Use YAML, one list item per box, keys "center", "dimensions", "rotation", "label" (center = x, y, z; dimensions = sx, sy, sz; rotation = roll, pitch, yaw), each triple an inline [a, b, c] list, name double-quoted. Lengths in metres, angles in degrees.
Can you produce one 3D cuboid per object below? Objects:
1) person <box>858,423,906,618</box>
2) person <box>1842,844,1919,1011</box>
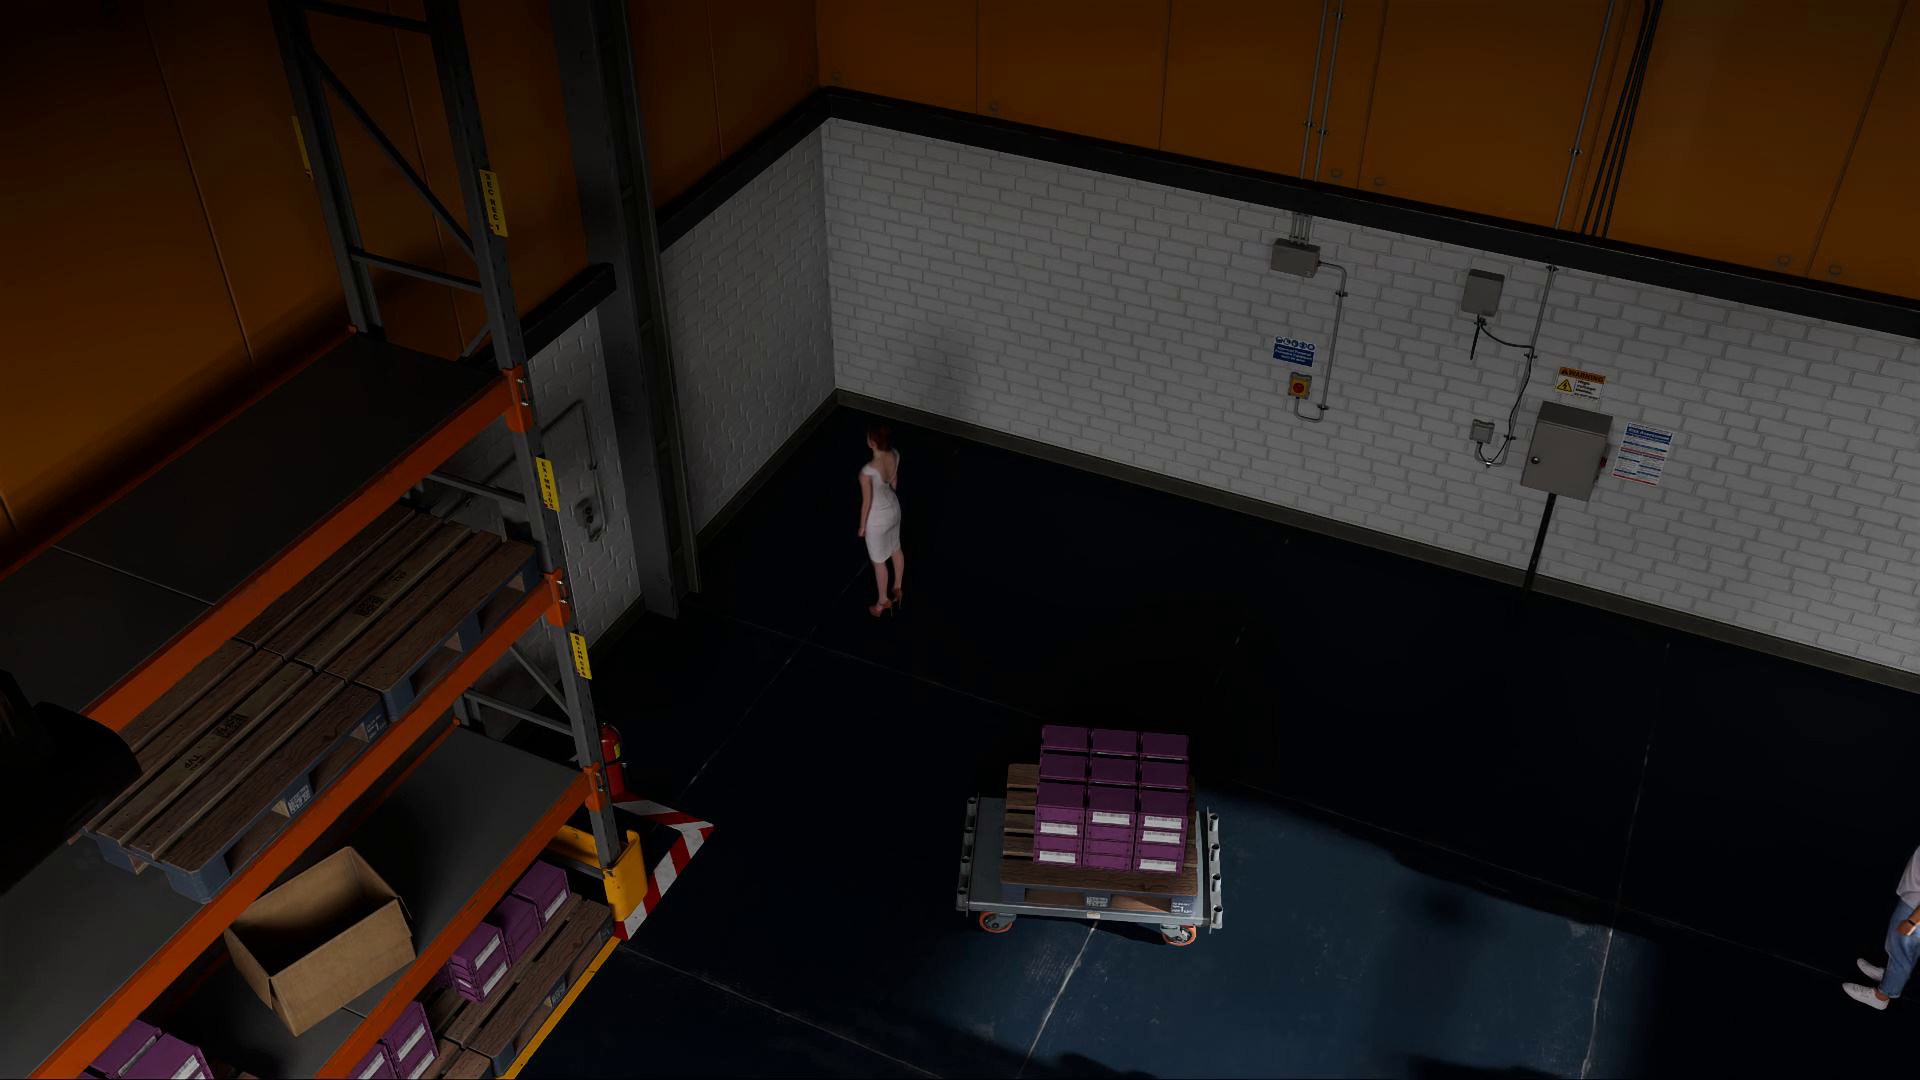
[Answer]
- center: [-0.578, -0.157, 12.453]
  dimensions: [0.666, 1.793, 0.480]
  rotation: [26, 45, 29]
  label: "person"
- center: [5.606, 2.107, 9.674]
  dimensions: [0.751, 1.722, 0.589]
  rotation: [30, 47, 32]
  label: "person"
